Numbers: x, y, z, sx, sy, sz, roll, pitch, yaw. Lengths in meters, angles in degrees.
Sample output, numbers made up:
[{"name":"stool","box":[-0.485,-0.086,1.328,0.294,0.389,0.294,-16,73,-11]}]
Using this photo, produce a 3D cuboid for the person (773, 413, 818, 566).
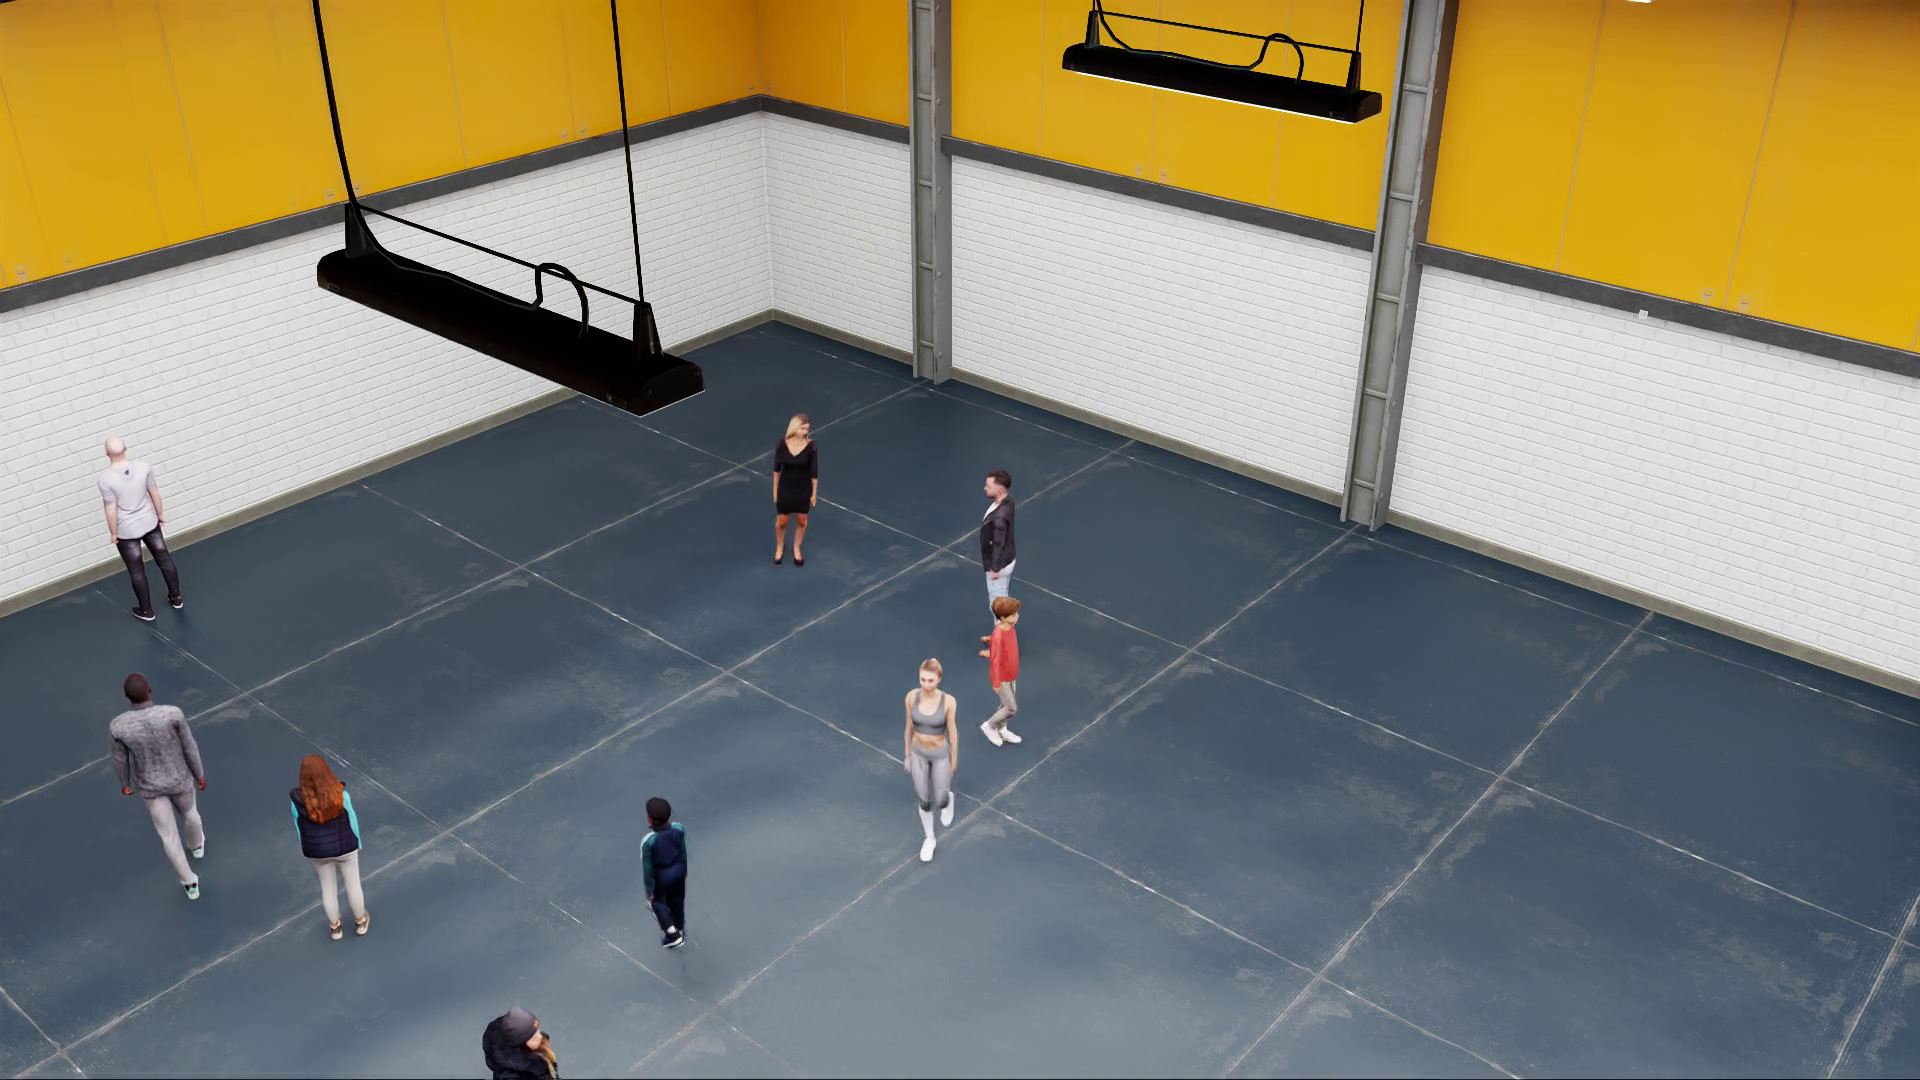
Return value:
[{"name":"person","box":[-1.633,-0.483,16.304,0.687,1.655,0.760,5,29,9]}]

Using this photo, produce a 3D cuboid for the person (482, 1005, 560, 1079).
[{"name":"person","box":[-2.508,3.288,9.380,0.961,1.664,0.928,-8,30,-14]}]

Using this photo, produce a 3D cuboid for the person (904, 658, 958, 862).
[{"name":"person","box":[-0.203,1.586,12.474,0.843,1.689,0.818,7,29,12]}]

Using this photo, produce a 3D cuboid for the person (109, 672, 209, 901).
[{"name":"person","box":[-5.710,1.801,11.949,0.930,1.816,1.098,-15,32,-25]}]

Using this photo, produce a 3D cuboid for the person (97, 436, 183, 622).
[{"name":"person","box":[-7.667,-0.133,15.471,0.554,1.837,0.661,22,36,34]}]

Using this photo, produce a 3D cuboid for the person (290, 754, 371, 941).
[{"name":"person","box":[-4.401,2.143,11.651,0.675,1.500,0.728,-5,29,-9]}]

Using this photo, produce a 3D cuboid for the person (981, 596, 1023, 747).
[{"name":"person","box":[0.304,1.082,13.691,0.637,1.409,0.601,11,30,19]}]

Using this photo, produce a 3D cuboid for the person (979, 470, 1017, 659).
[{"name":"person","box":[0.362,0.200,14.869,0.726,1.830,0.728,5,29,9]}]

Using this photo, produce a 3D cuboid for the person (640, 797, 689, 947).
[{"name":"person","box":[-2.017,2.344,11.546,0.559,1.247,0.583,-22,36,-35]}]
